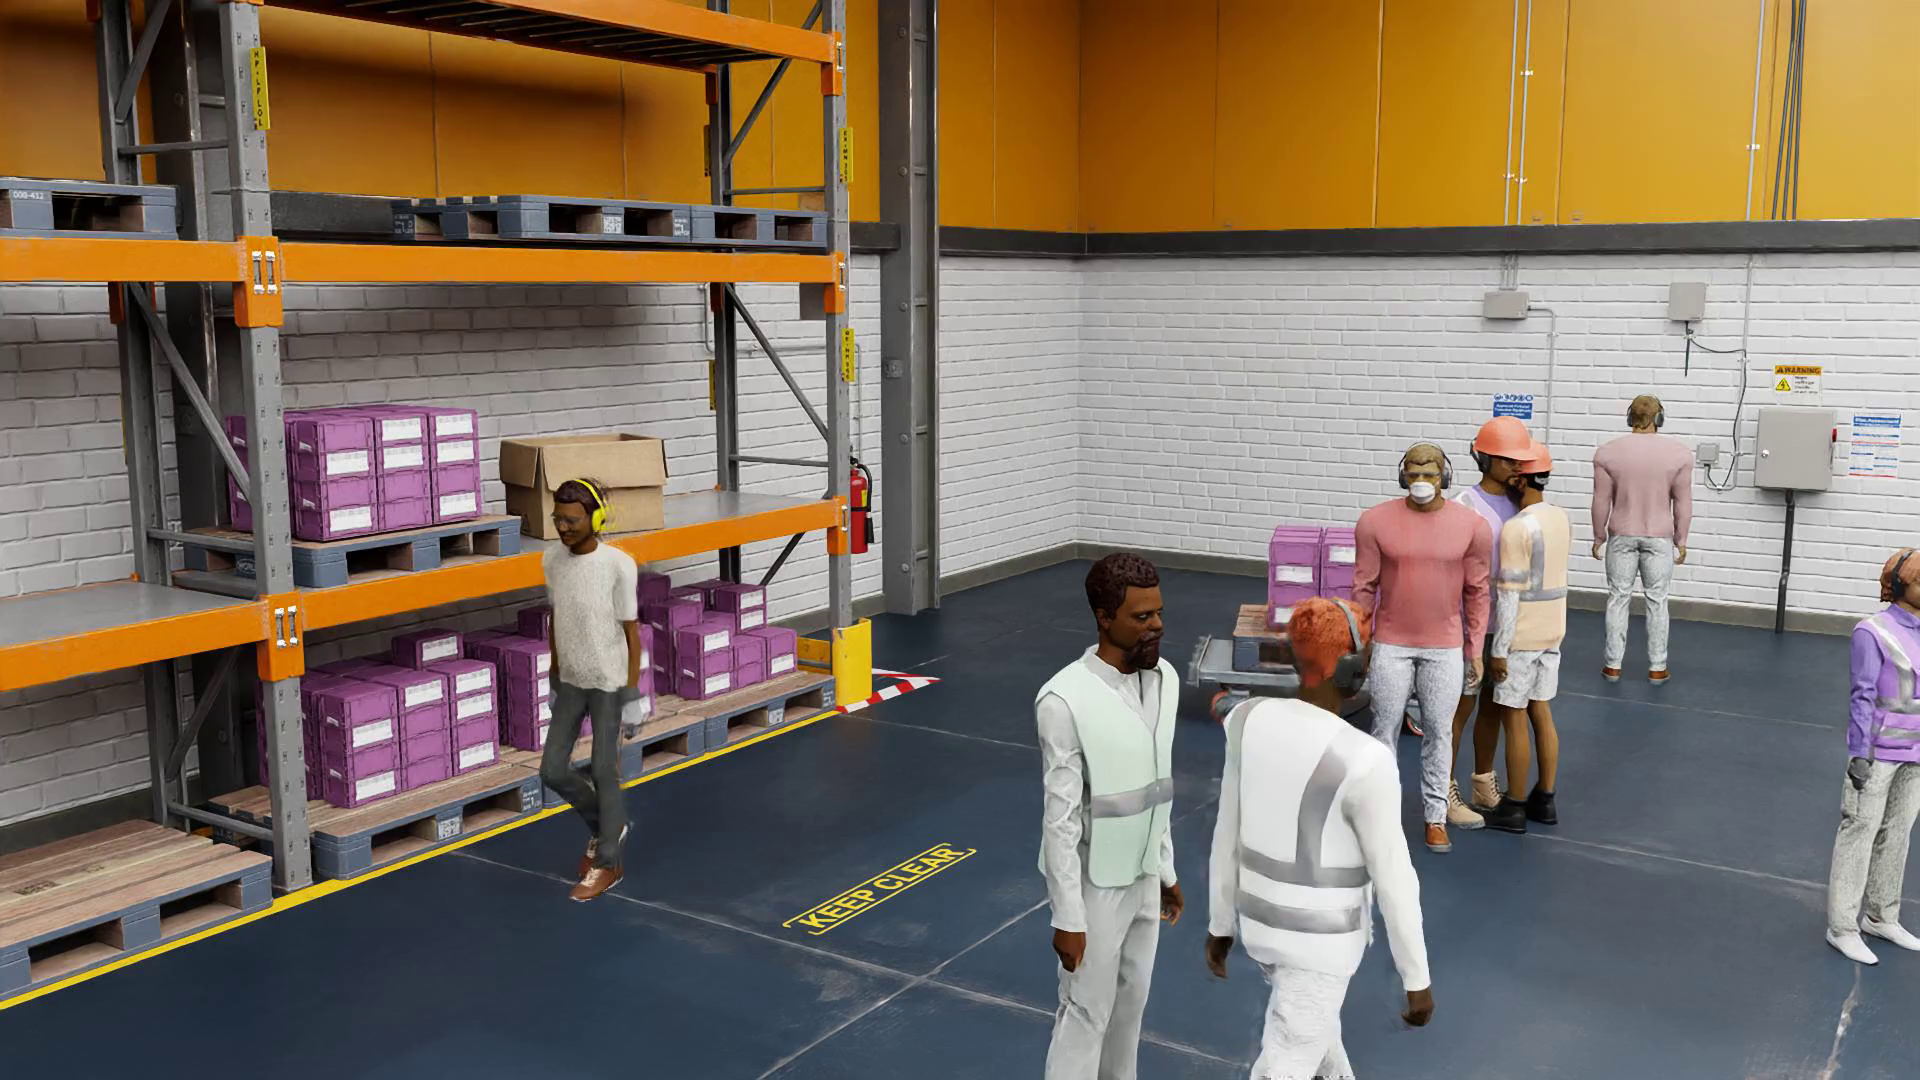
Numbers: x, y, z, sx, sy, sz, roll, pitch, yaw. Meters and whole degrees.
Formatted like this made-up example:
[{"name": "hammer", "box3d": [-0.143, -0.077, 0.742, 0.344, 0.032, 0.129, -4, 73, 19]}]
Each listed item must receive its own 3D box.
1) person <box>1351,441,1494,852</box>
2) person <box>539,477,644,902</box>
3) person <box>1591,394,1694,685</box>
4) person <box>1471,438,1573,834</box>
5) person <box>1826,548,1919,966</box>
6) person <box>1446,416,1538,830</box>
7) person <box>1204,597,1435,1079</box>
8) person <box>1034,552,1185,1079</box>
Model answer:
[{"name": "person", "box3d": [2.150, 0.500, 7.800, 0.630, 1.938, 0.366, 2, 9, 15]}, {"name": "person", "box3d": [-1.593, 0.643, 7.150, 0.545, 1.847, 0.399, 4, 10, 25]}, {"name": "person", "box3d": [4.526, -0.002, 11.081, 0.627, 1.934, 0.370, 4, 10, 23]}, {"name": "person", "box3d": [2.728, 0.462, 8.093, 0.546, 1.930, 0.390, -8, 12, -43]}, {"name": "person", "box3d": [3.679, 0.840, 6.558, 0.521, 1.639, 0.311, -4, 10, -26]}, {"name": "person", "box3d": [2.591, 0.406, 8.128, 0.601, 2.036, 0.418, -6, 10, -33]}, {"name": "person", "box3d": [1.024, 1.060, 4.465, 0.951, 1.837, 0.608, -5, 10, -28]}, {"name": "person", "box3d": [0.431, 0.978, 4.755, 0.391, 1.919, 0.591, 6, 11, 36]}]
